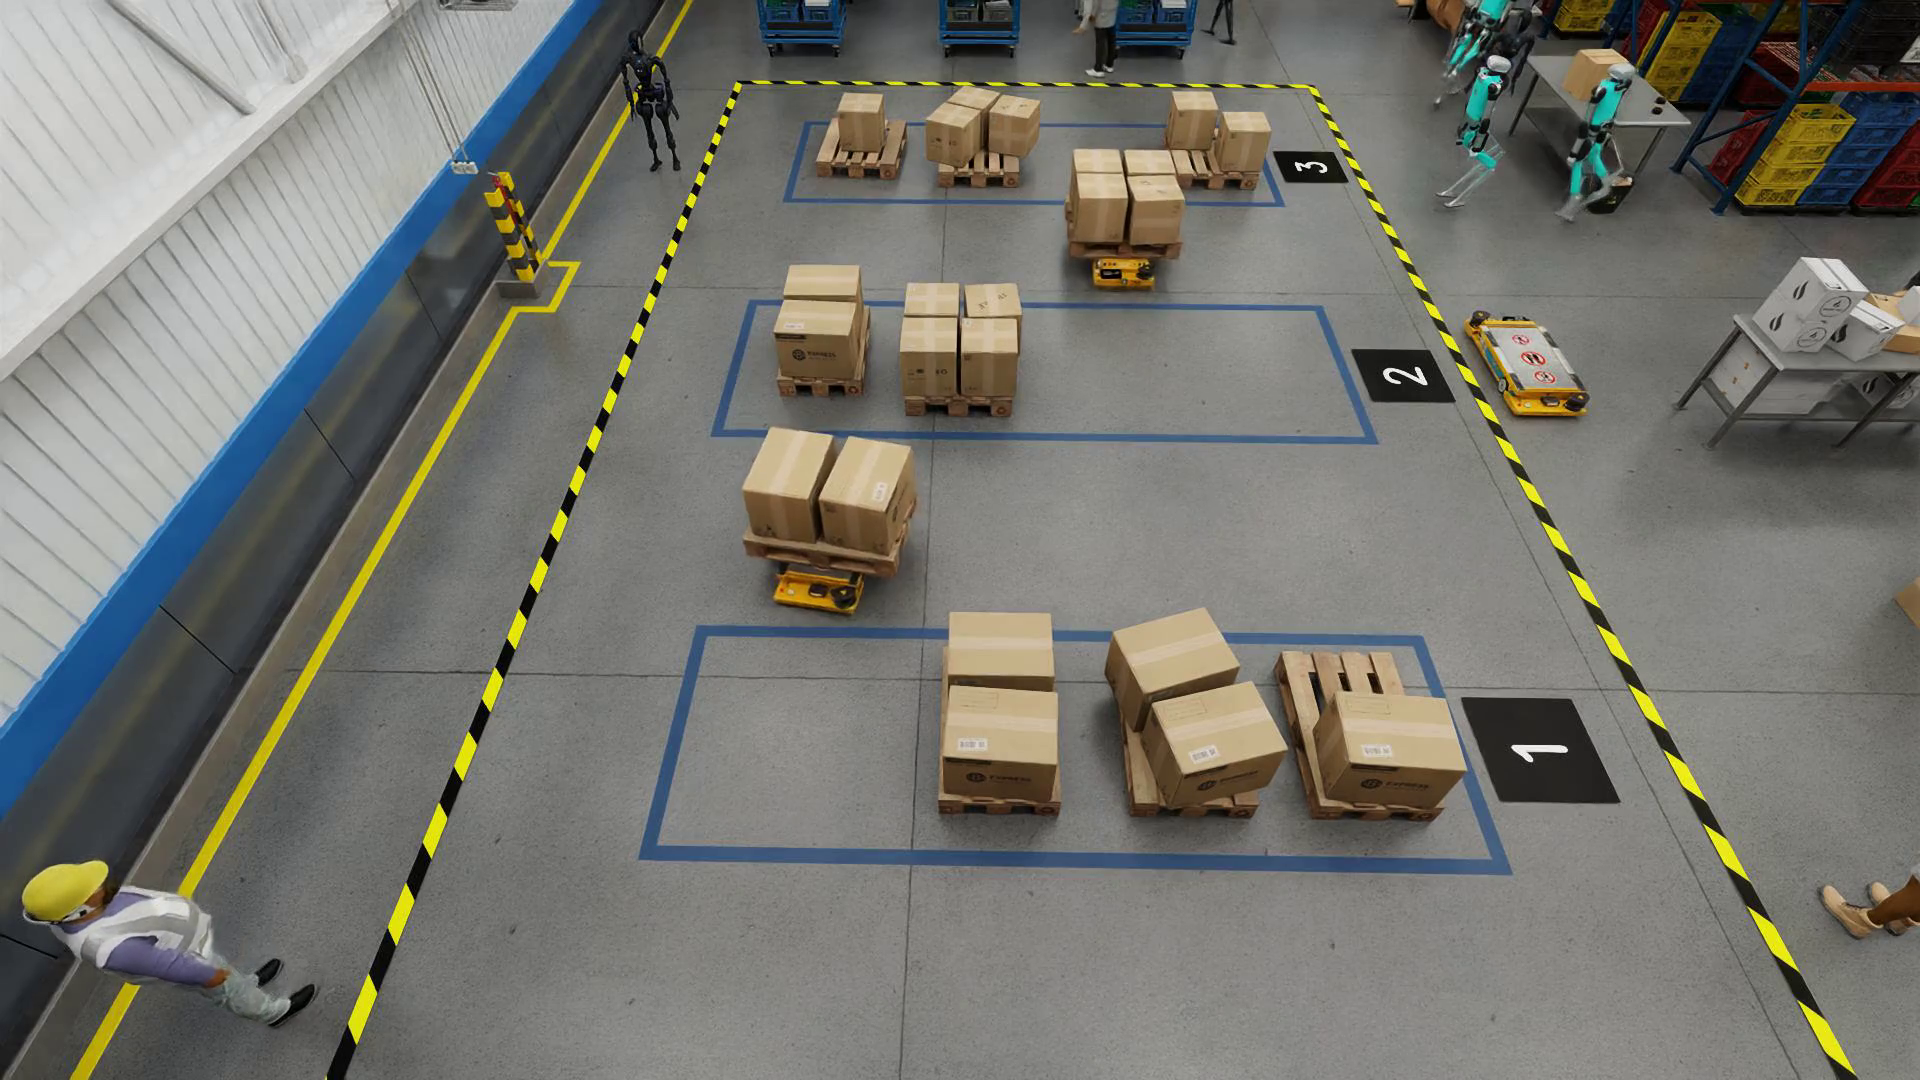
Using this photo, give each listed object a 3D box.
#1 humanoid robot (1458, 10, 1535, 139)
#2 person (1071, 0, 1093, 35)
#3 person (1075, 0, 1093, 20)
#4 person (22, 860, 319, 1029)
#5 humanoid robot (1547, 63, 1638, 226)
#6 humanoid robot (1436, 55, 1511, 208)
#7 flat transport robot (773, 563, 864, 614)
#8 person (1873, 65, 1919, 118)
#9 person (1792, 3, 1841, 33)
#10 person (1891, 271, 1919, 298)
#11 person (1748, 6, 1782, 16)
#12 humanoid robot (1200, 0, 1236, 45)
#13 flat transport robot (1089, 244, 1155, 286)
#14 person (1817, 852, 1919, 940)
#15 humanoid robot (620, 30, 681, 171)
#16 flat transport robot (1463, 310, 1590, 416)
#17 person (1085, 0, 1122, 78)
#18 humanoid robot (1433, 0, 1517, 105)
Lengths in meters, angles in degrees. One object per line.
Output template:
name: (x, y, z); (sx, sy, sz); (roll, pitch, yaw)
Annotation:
humanoid robot: (6.844, -5.937, 11.749); (0.601, 1.636, 0.474); (3, 49, 3)
person: (2.138, -8.810, 14.130); (0.672, 1.820, 0.638); (-6, 49, -5)
person: (2.044, -9.303, 14.542); (0.373, 1.843, 0.568); (-3, 49, -3)
person: (-4.021, 2.084, 4.694); (0.587, 1.834, 0.403); (24, 53, 19)
humanoid robot: (7.215, -4.297, 10.346); (0.536, 1.877, 0.731); (-23, 53, -19)
humanoid robot: (6.042, -4.652, 10.499); (0.735, 1.677, 0.533); (0, 49, 0)
flat transport robot: (-1.015, -0.052, 7.560); (0.652, 0.197, 1.431); (8, 50, 7)
person: (11.911, -5.786, 11.379); (0.611, 2.033, 0.415); (1, 49, 0)
person: (12.288, -7.615, 13.046); (0.773, 1.909, 0.555); (4, 49, 3)
person: (10.318, -3.164, 9.236); (0.340, 1.838, 0.505); (-22, 53, -18)
person: (13.188, -9.185, 14.517); (0.502, 1.718, 0.462); (0, 49, 0)
humanoid robot: (4.078, -8.481, 13.953); (0.640, 1.638, 0.612); (21, 52, 17)
flat transport robot: (1.809, -3.387, 10.446); (0.652, 0.197, 1.431); (1, 49, 1)
person: (5.581, 1.662, 4.923); (0.606, 2.043, 0.374); (-1, 49, -1)
humanoid robot: (-3.769, -5.360, 11.231); (0.599, 1.657, 0.315); (-1, 49, -1)
flat transport robot: (5.573, -1.757, 9.054); (0.659, 0.231, 1.431); (1, 49, 1)
person: (2.074, -7.623, 13.084); (0.595, 1.850, 0.398); (-30, 56, -24)
humanoid robot: (6.889, -6.742, 12.391); (0.957, 1.717, 0.558); (-30, 55, -23)
